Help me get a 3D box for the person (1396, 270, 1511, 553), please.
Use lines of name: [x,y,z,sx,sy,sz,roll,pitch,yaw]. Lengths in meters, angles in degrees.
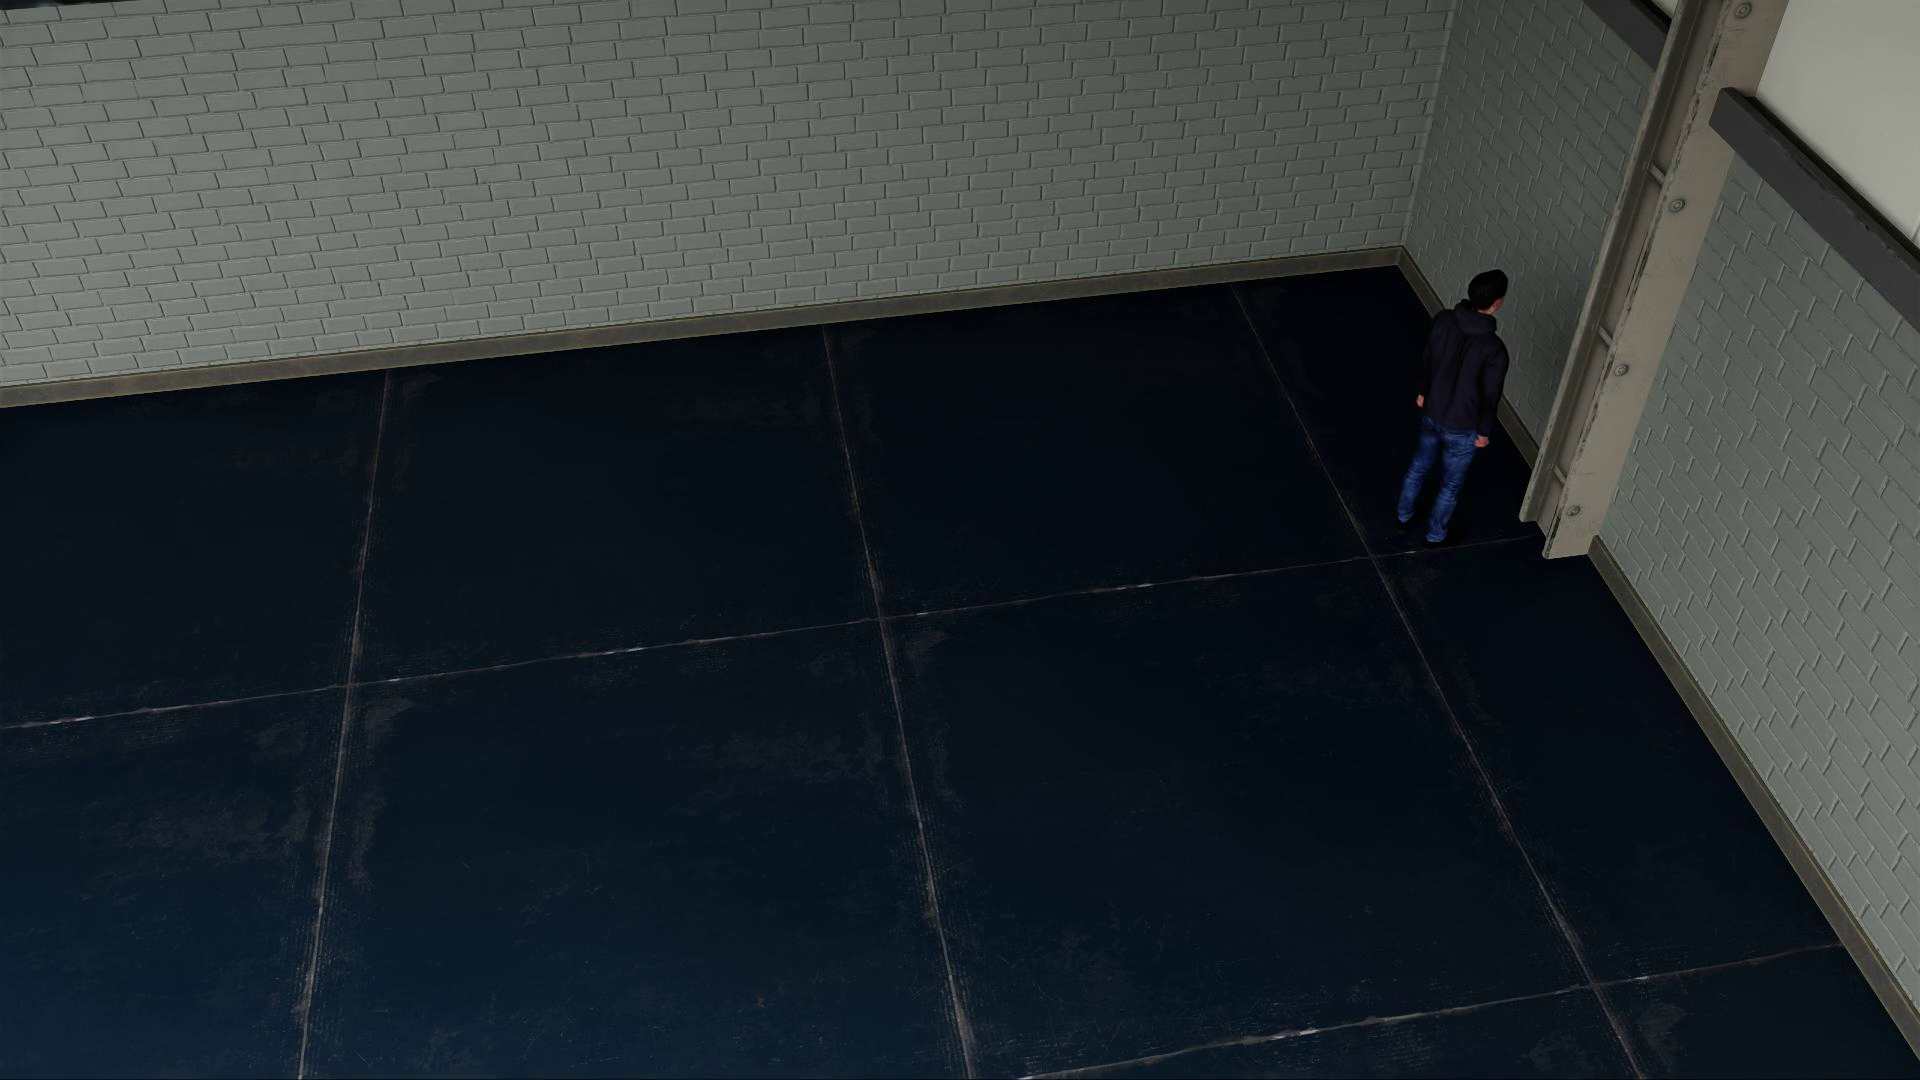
person: [2.829,-0.731,9.562,0.820,1.893,0.678,-27,49,-26]
